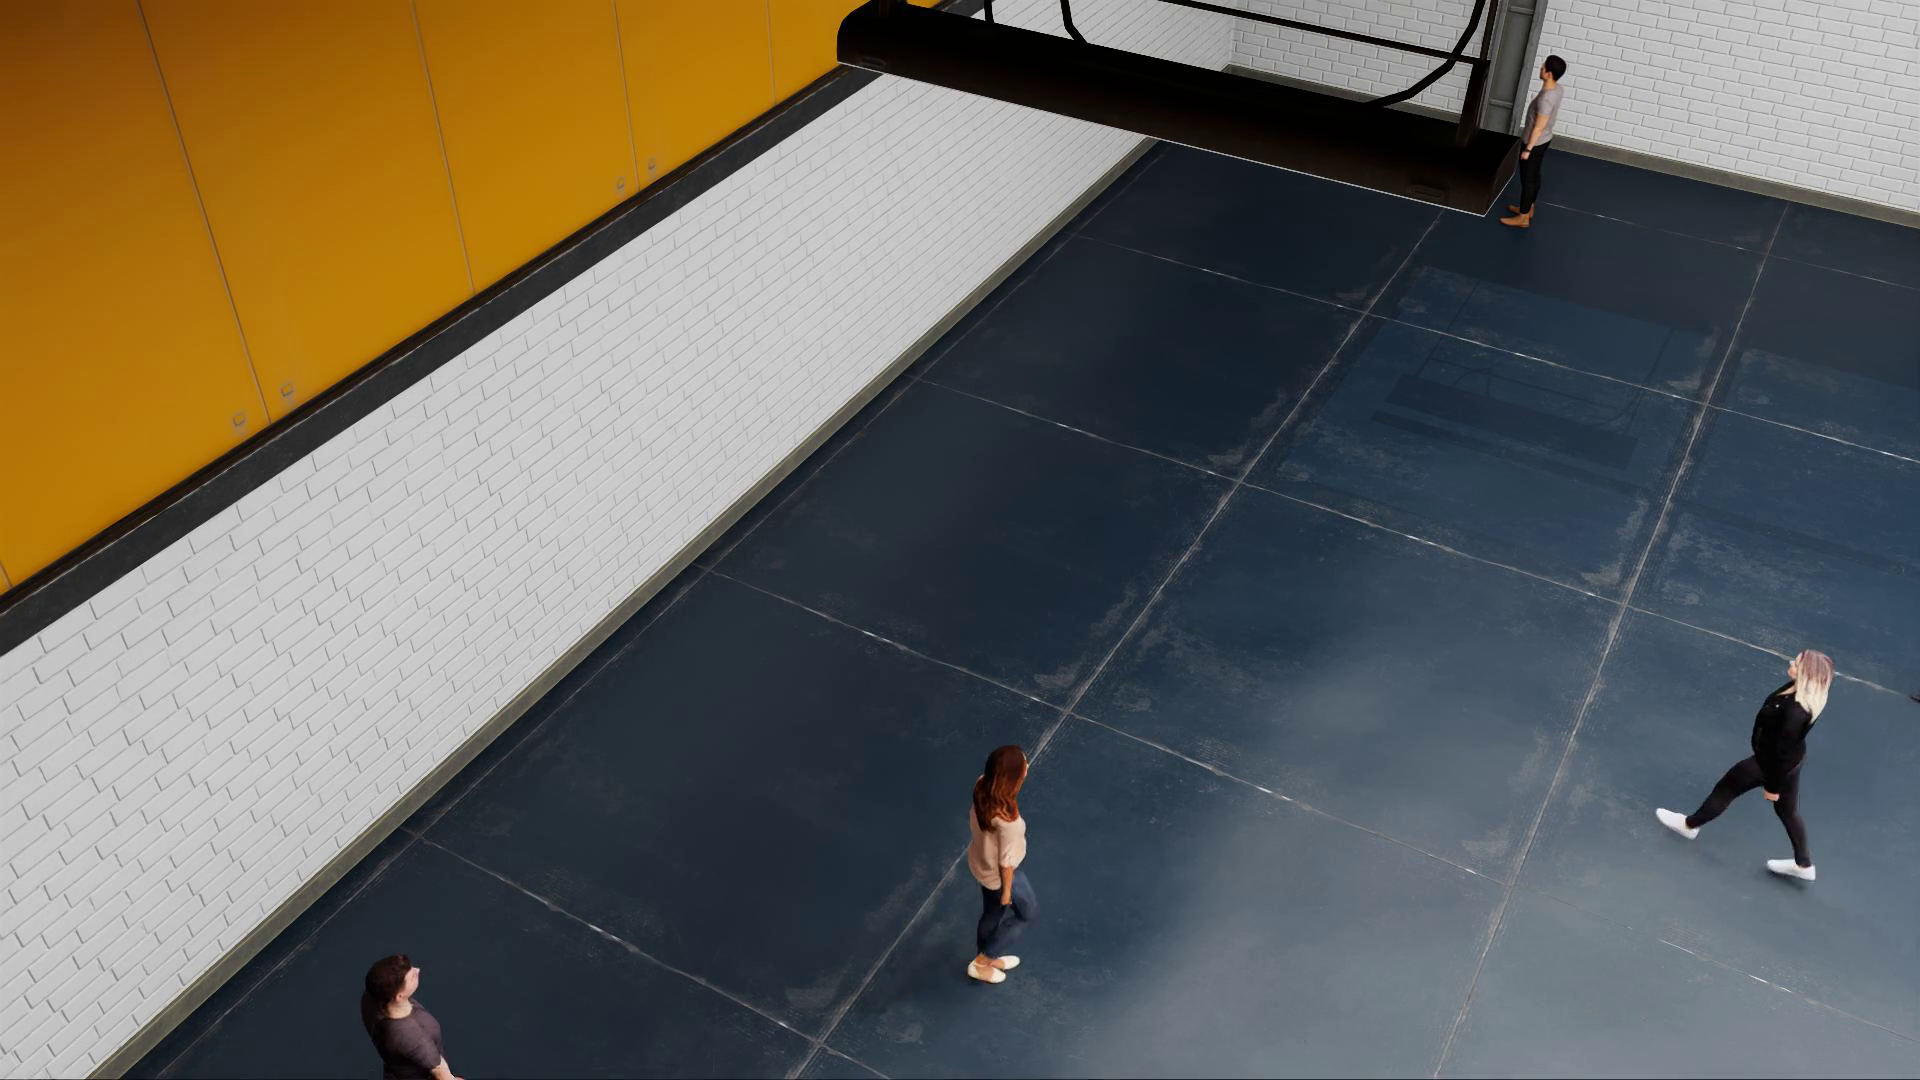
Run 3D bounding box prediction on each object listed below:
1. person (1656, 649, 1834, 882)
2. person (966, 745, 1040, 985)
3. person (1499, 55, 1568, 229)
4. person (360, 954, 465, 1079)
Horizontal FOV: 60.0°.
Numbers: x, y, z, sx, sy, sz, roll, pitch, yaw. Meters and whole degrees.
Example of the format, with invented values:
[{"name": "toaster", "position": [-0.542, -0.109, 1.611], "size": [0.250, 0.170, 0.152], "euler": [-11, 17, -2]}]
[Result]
[{"name": "person", "position": [4.826, 1.348, 9.649], "size": [1.207, 1.637, 0.765], "euler": [27, 46, 30]}, {"name": "person", "position": [0.118, 1.792, 8.980], "size": [0.801, 1.776, 0.738], "euler": [-15, 41, -18]}, {"name": "person", "position": [5.594, -3.871, 16.114], "size": [0.529, 1.724, 0.609], "euler": [22, 44, 25]}, {"name": "person", "position": [-2.623, 2.645, 7.867], "size": [0.846, 1.834, 0.818], "euler": [-32, 48, -34]}]
